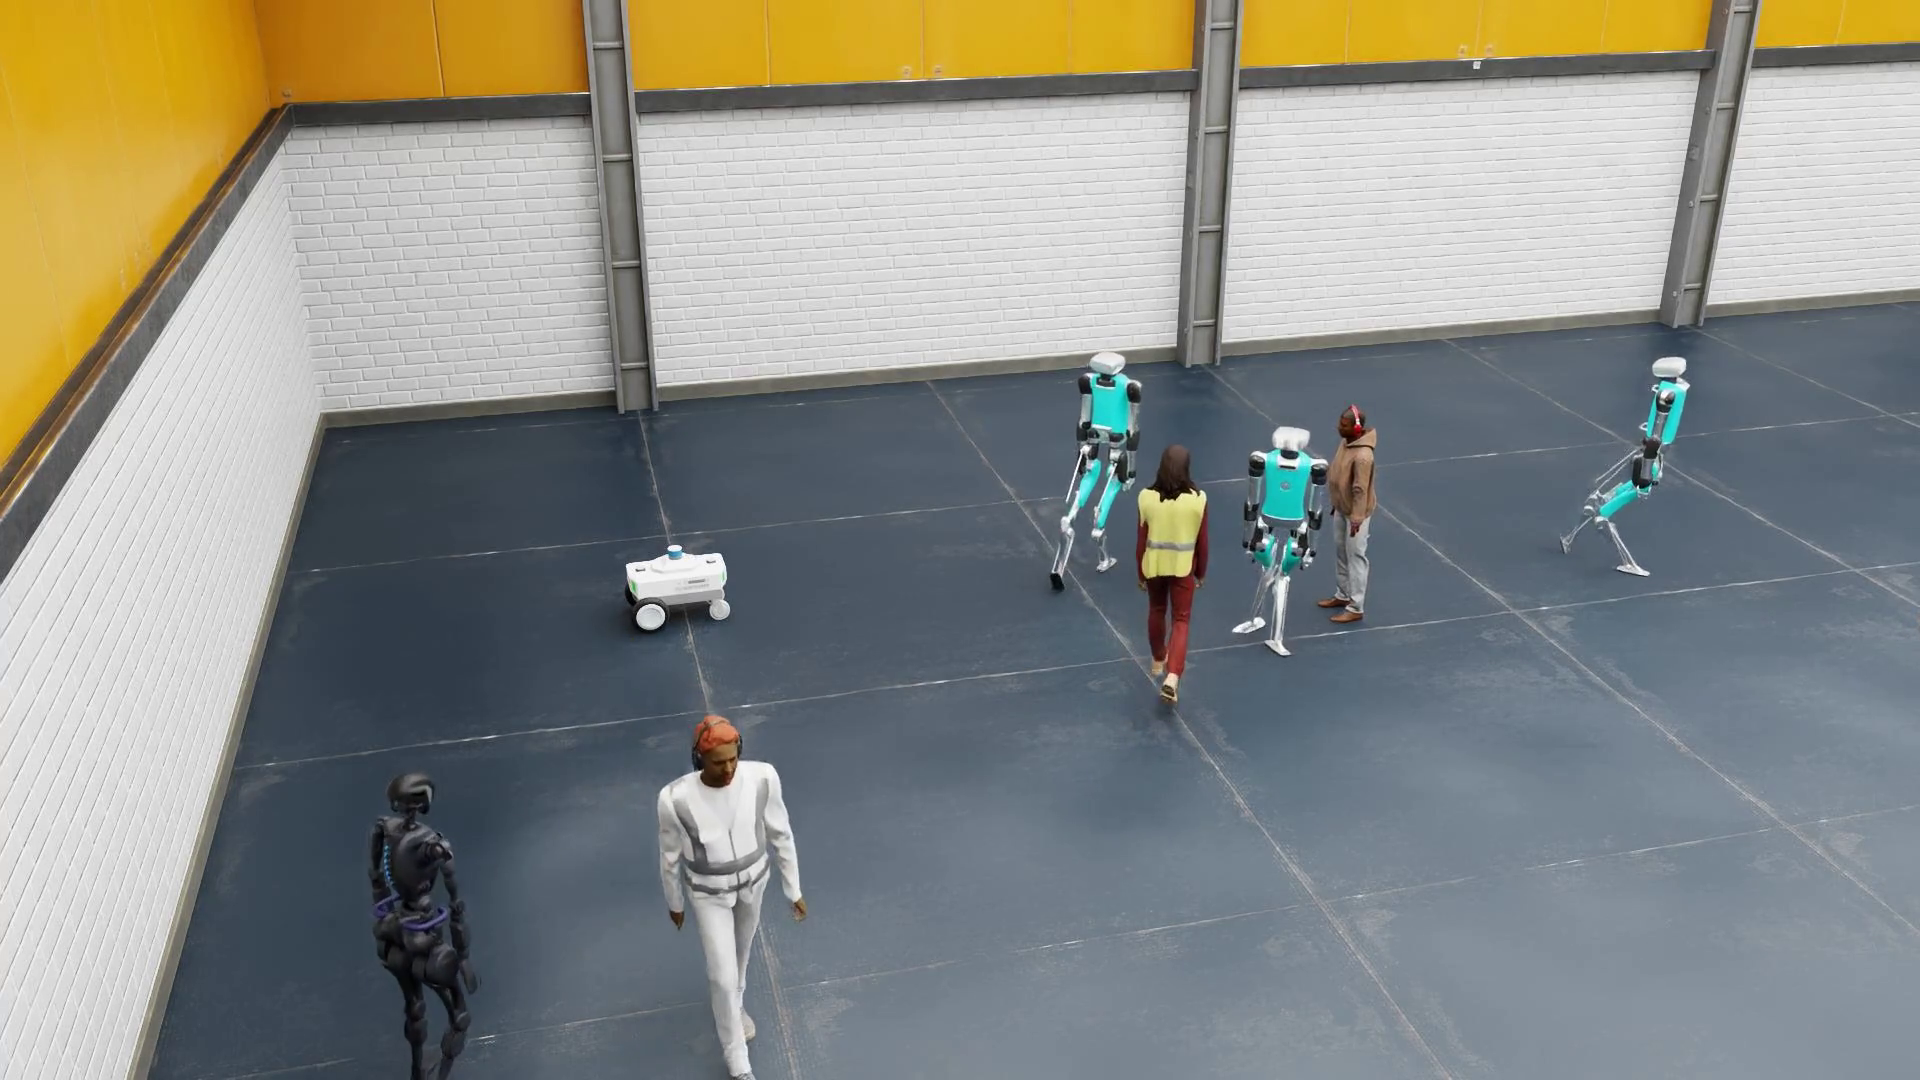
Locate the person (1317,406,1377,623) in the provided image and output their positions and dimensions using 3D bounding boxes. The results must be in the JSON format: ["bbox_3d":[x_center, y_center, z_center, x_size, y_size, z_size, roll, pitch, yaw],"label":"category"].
[{"bbox_3d":[2.845,-0.198,12.100,0.321,1.641,0.454,-5,24,-10],"label":"person"}]

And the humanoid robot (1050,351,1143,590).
[{"bbox_3d":[0.972,-0.464,12.652,0.549,1.819,0.905,15,28,31],"label":"humanoid robot"}]

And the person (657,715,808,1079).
[{"bbox_3d":[-1.018,1.665,7.622,0.587,1.847,0.904,-13,27,-26],"label":"person"}]

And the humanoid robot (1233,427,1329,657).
[{"bbox_3d":[2.249,-0.035,11.632,0.583,1.779,0.880,6,25,14],"label":"humanoid robot"}]

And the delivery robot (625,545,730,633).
[{"bbox_3d":[-2.105,0.340,12.251,0.804,0.610,0.499,-7,25,-15],"label":"delivery robot"}]

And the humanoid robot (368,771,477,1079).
[{"bbox_3d":[-2.450,1.813,7.504,0.616,1.649,0.412,14,27,28],"label":"humanoid robot"}]

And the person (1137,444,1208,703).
[{"bbox_3d":[1.396,0.221,11.048,0.477,1.744,0.834,5,24,10],"label":"person"}]

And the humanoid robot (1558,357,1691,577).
[{"bbox_3d":[5.077,-0.564,12.899,0.855,1.843,0.549,15,28,30],"label":"humanoid robot"}]
